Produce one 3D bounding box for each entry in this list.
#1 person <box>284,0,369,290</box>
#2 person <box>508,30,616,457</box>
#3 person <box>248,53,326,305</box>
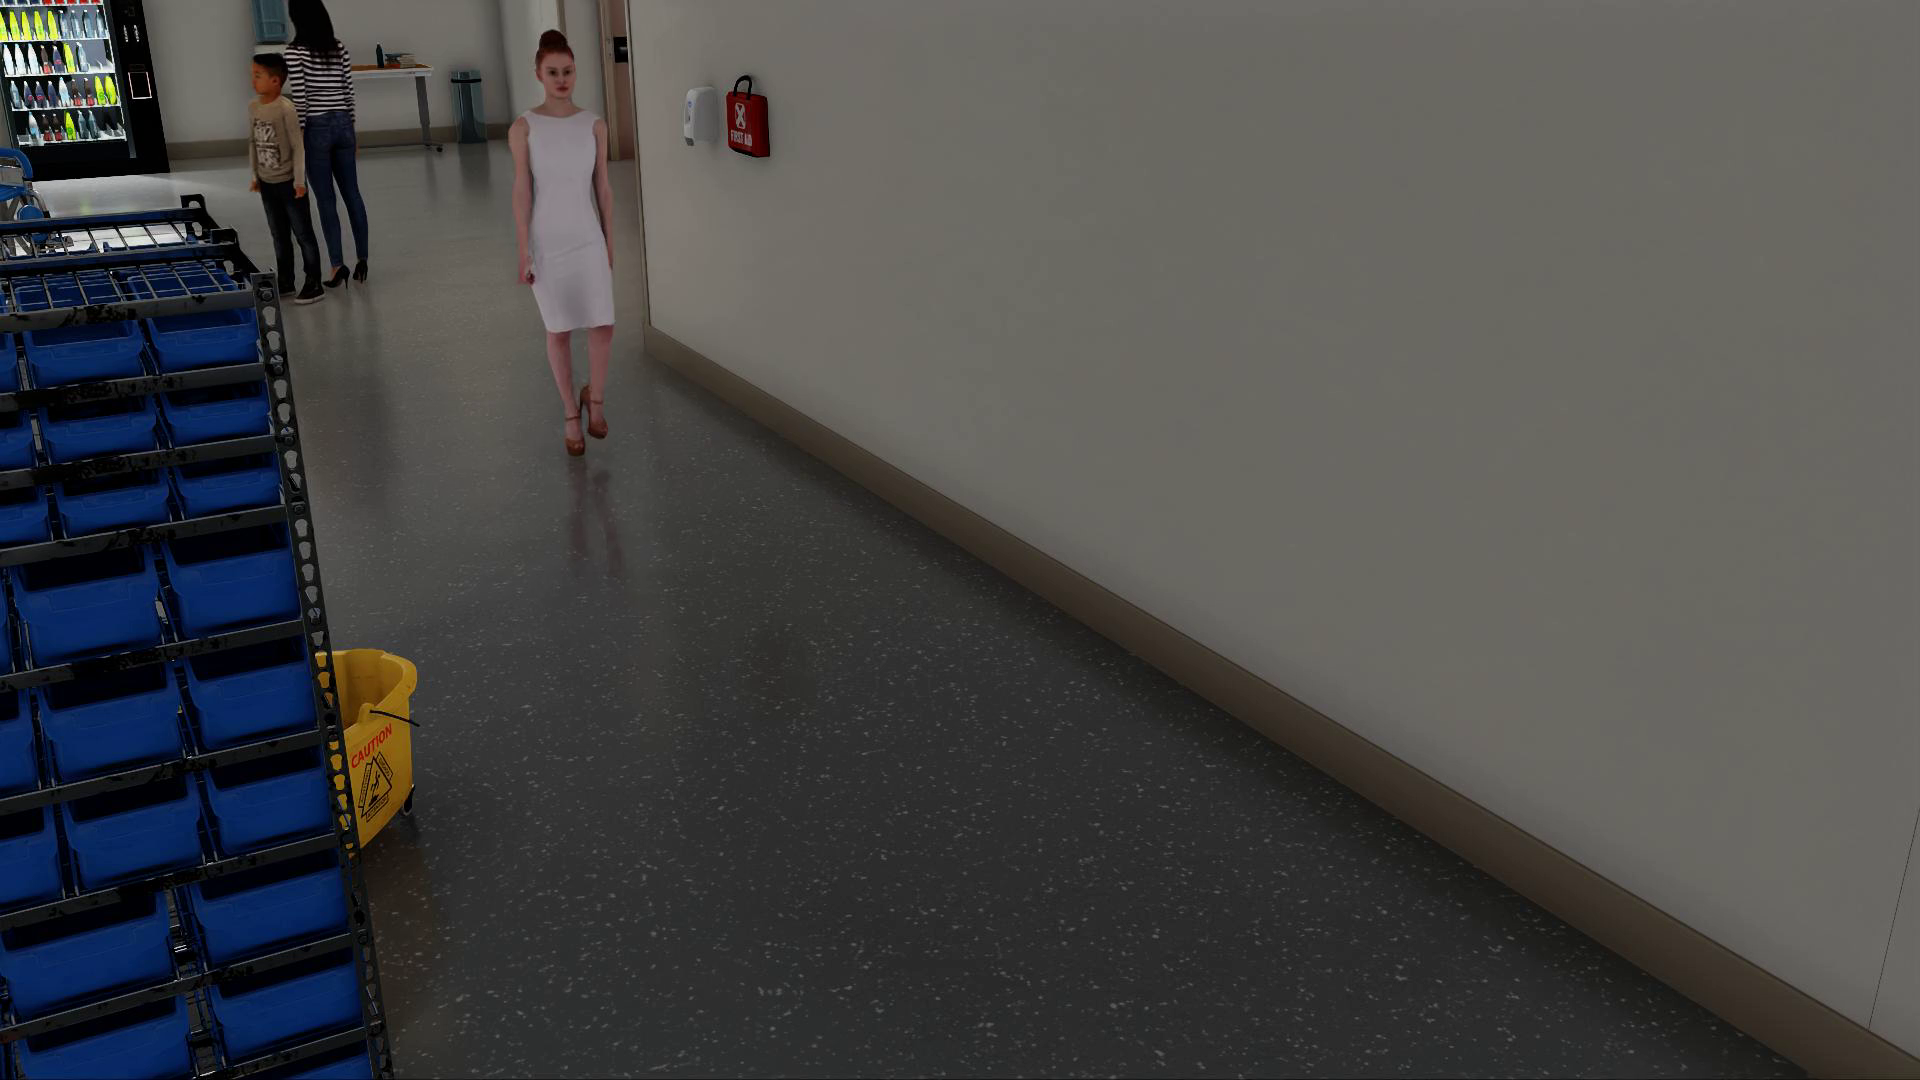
[{"bbox_3d":[-3.925,-2.474,10.325,0.714,1.795,0.569,14,25,33],"label":"person"},{"bbox_3d":[-1.689,-1.226,7.044,0.594,1.785,0.688,-7,22,-19],"label":"person"},{"bbox_3d":[-4.064,-2.173,9.999,0.639,1.464,0.672,10,23,24],"label":"person"}]
